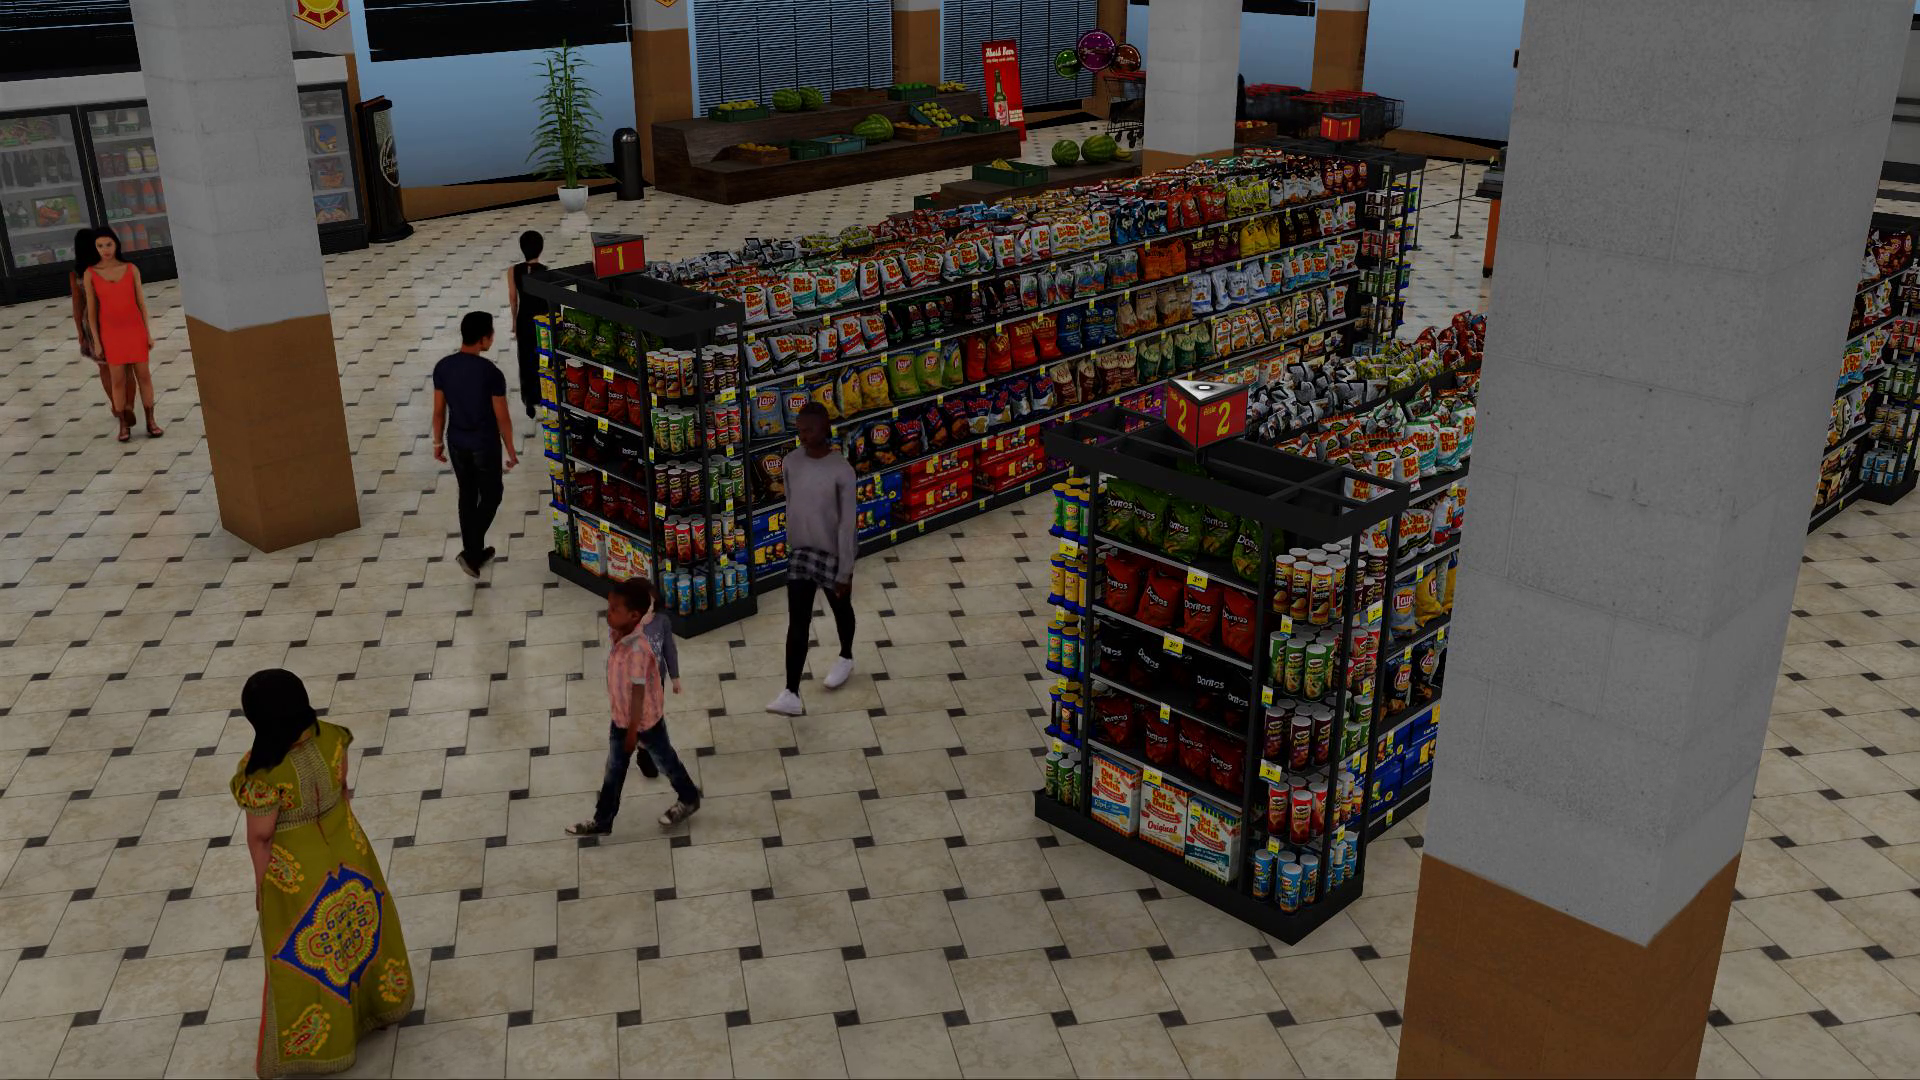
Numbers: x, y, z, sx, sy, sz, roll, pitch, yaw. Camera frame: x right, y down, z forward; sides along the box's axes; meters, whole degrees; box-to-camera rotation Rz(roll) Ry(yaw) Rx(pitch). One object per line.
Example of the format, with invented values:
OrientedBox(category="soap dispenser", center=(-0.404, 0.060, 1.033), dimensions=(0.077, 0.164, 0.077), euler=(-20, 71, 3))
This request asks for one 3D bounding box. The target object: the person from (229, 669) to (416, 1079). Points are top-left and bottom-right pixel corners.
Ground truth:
OrientedBox(category="person", center=(-2.457, 1.237, 6.300), dimensions=(1.027, 1.656, 0.856), euler=(10, 24, 23))

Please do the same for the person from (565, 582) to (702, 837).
OrientedBox(category="person", center=(-1.458, 0.812, 7.865), dimensions=(0.925, 1.278, 0.623), euler=(-14, 26, -32))

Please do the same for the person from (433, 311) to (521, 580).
OrientedBox(category="person", center=(-3.125, -0.560, 10.636), dimensions=(0.974, 1.758, 1.061), euler=(2, 22, 5))

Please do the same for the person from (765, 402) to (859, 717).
OrientedBox(category="person", center=(-0.707, 0.069, 9.105), dimensions=(0.925, 1.732, 1.223), euler=(9, 24, 21))

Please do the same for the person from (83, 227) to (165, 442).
OrientedBox(category="person", center=(-6.766, -1.667, 13.443), dimensions=(0.512, 1.719, 0.690), euler=(-14, 26, -31))

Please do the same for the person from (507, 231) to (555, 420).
OrientedBox(category="person", center=(-3.550, -1.745, 13.821), dimensions=(0.922, 1.582, 0.960), euler=(-1, 22, -3))

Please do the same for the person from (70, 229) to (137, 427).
OrientedBox(category="person", center=(-7.024, -1.711, 13.699), dimensions=(1.061, 1.611, 0.893), euler=(-11, 24, -26))

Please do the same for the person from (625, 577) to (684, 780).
OrientedBox(category="person", center=(-1.632, 0.671, 8.468), dimensions=(0.434, 1.090, 0.523), euler=(-20, 29, -40))

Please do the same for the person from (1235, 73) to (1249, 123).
OrientedBox(category="person", center=(4.133, -6.046, 24.499), dimensions=(0.967, 1.601, 0.896), euler=(-3, 22, -7))
